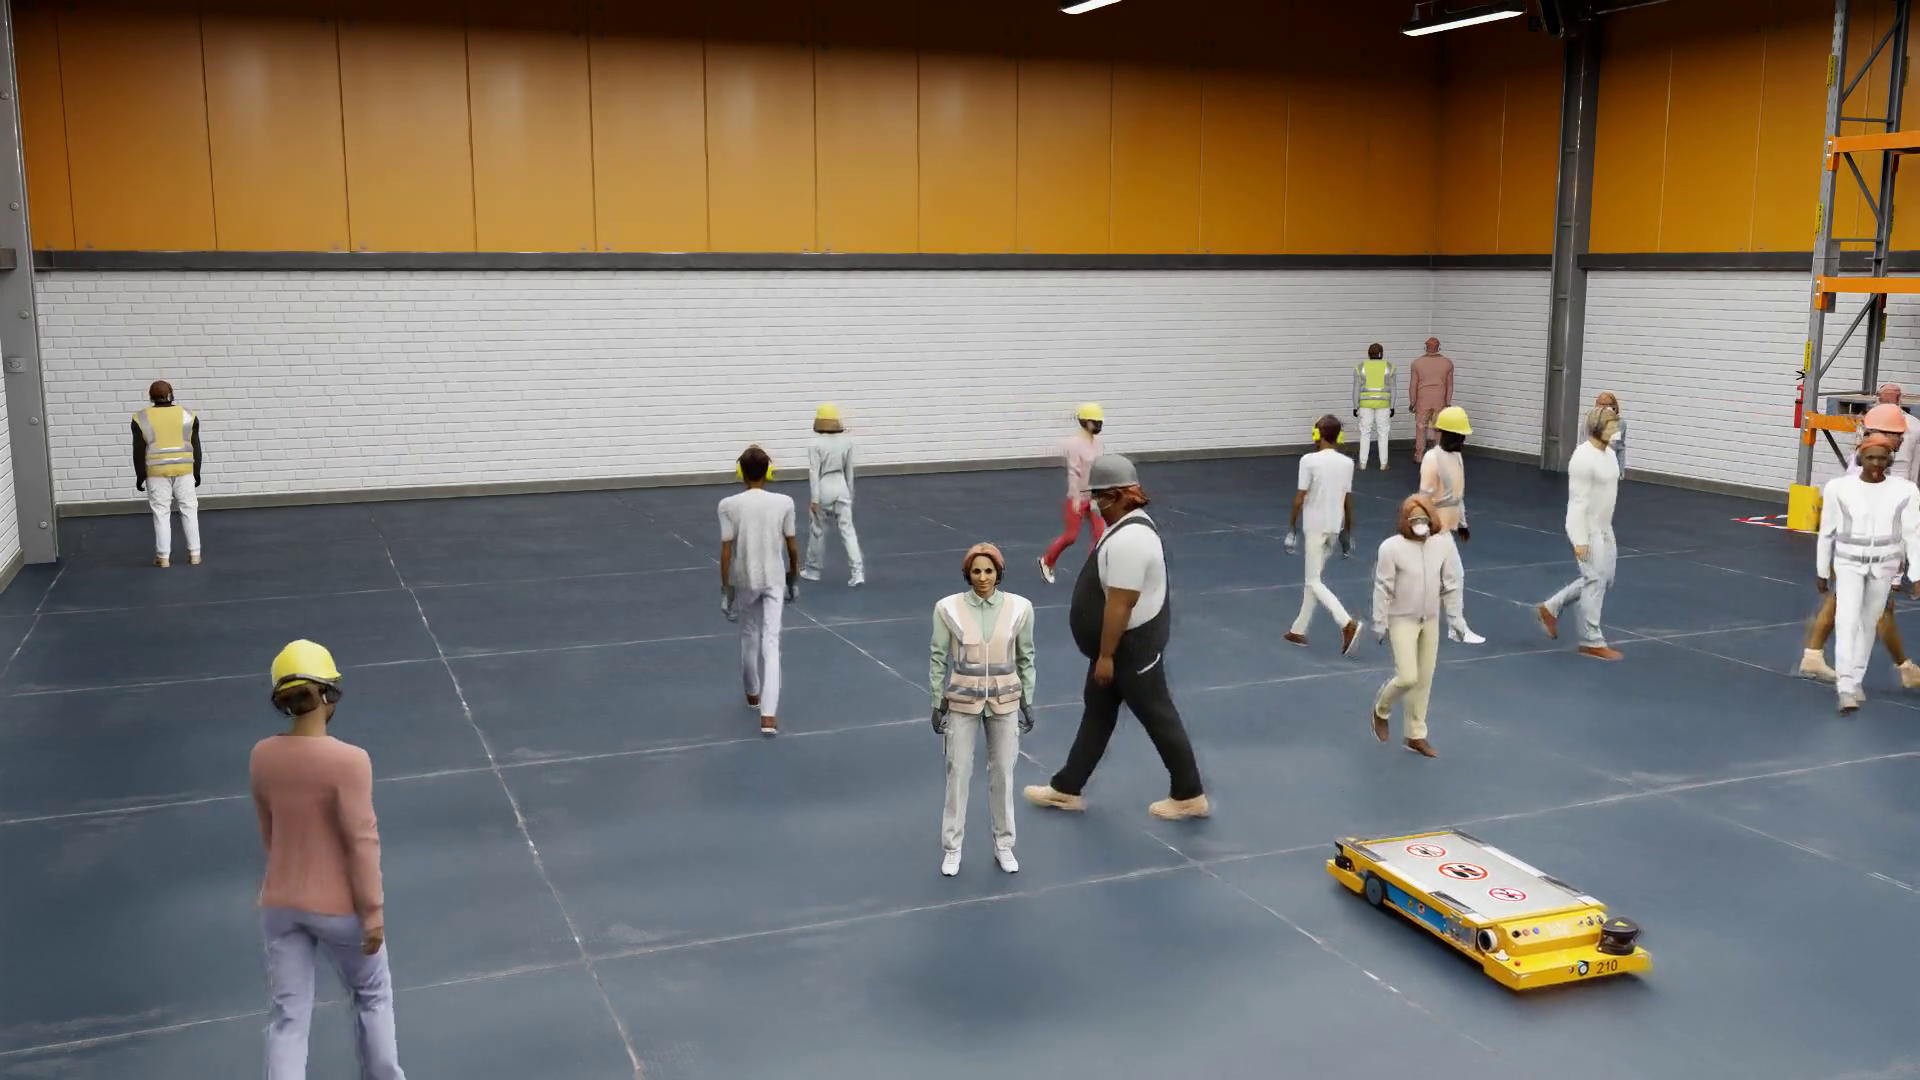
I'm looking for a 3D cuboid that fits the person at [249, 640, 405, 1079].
[{"bbox_3d":[-2.105,1.196,5.541,0.551,1.721,0.729,3,10,17],"label":"person"}]

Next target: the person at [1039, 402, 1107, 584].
[{"bbox_3d":[1.098,-0.408,15.229,0.524,1.738,0.772,-8,13,-42],"label":"person"}]

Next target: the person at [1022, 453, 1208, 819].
[{"bbox_3d":[0.876,0.490,8.870,1.017,2.000,0.693,0,9,3],"label":"person"}]

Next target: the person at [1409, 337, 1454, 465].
[{"bbox_3d":[6.981,-2.054,24.693,0.643,1.909,0.410,0,9,3],"label":"person"}]

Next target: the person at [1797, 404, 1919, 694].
[{"bbox_3d":[6.417,0.061,11.566,1.020,1.997,0.619,7,12,37],"label":"person"}]

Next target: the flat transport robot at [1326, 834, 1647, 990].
[{"bbox_3d":[2.314,1.605,7.468,0.652,0.197,1.431,-3,10,-19],"label":"flat transport robot"}]

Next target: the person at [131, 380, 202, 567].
[{"bbox_3d":[-7.808,-0.651,16.404,0.622,1.840,0.430,-6,11,-34],"label":"person"}]

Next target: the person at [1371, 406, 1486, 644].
[{"bbox_3d":[3.711,-0.134,13.126,0.866,1.883,0.611,5,11,29],"label":"person"}]

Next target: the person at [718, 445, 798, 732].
[{"bbox_3d":[-1.305,0.291,10.772,0.504,1.814,1.040,-1,9,-7],"label":"person"}]

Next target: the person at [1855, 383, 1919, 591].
[{"bbox_3d":[8.372,-0.474,15.128,0.651,1.904,0.401,-1,9,-9],"label":"person"}]

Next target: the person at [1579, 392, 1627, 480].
[{"bbox_3d":[6.804,-0.754,17.644,0.507,1.631,0.266,0,9,-3],"label":"person"}]

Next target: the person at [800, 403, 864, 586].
[{"bbox_3d":[-1.179,-0.424,15.453,0.501,1.700,0.906,-7,11,-34],"label":"person"}]

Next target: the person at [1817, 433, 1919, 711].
[{"bbox_3d":[6.046,0.225,11.041,0.602,1.842,0.917,3,10,18],"label":"person"}]

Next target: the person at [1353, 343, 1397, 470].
[{"bbox_3d":[6.029,-1.938,24.203,0.619,1.839,0.430,2,10,13],"label":"person"}]

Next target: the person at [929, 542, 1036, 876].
[{"bbox_3d":[0.111,0.820,8.090,0.522,1.638,0.310,-1,9,-6],"label":"person"}]

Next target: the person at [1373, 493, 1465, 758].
[{"bbox_3d":[2.742,0.506,10.034,0.536,1.611,0.389,-4,10,-21],"label":"person"}]

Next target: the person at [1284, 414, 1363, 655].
[{"bbox_3d":[2.824,-0.044,12.786,0.586,1.826,0.811,-5,10,-26],"label":"person"}]

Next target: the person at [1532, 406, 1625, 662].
[{"bbox_3d":[4.725,-0.061,12.579,0.680,1.920,0.633,8,12,41],"label":"person"}]
